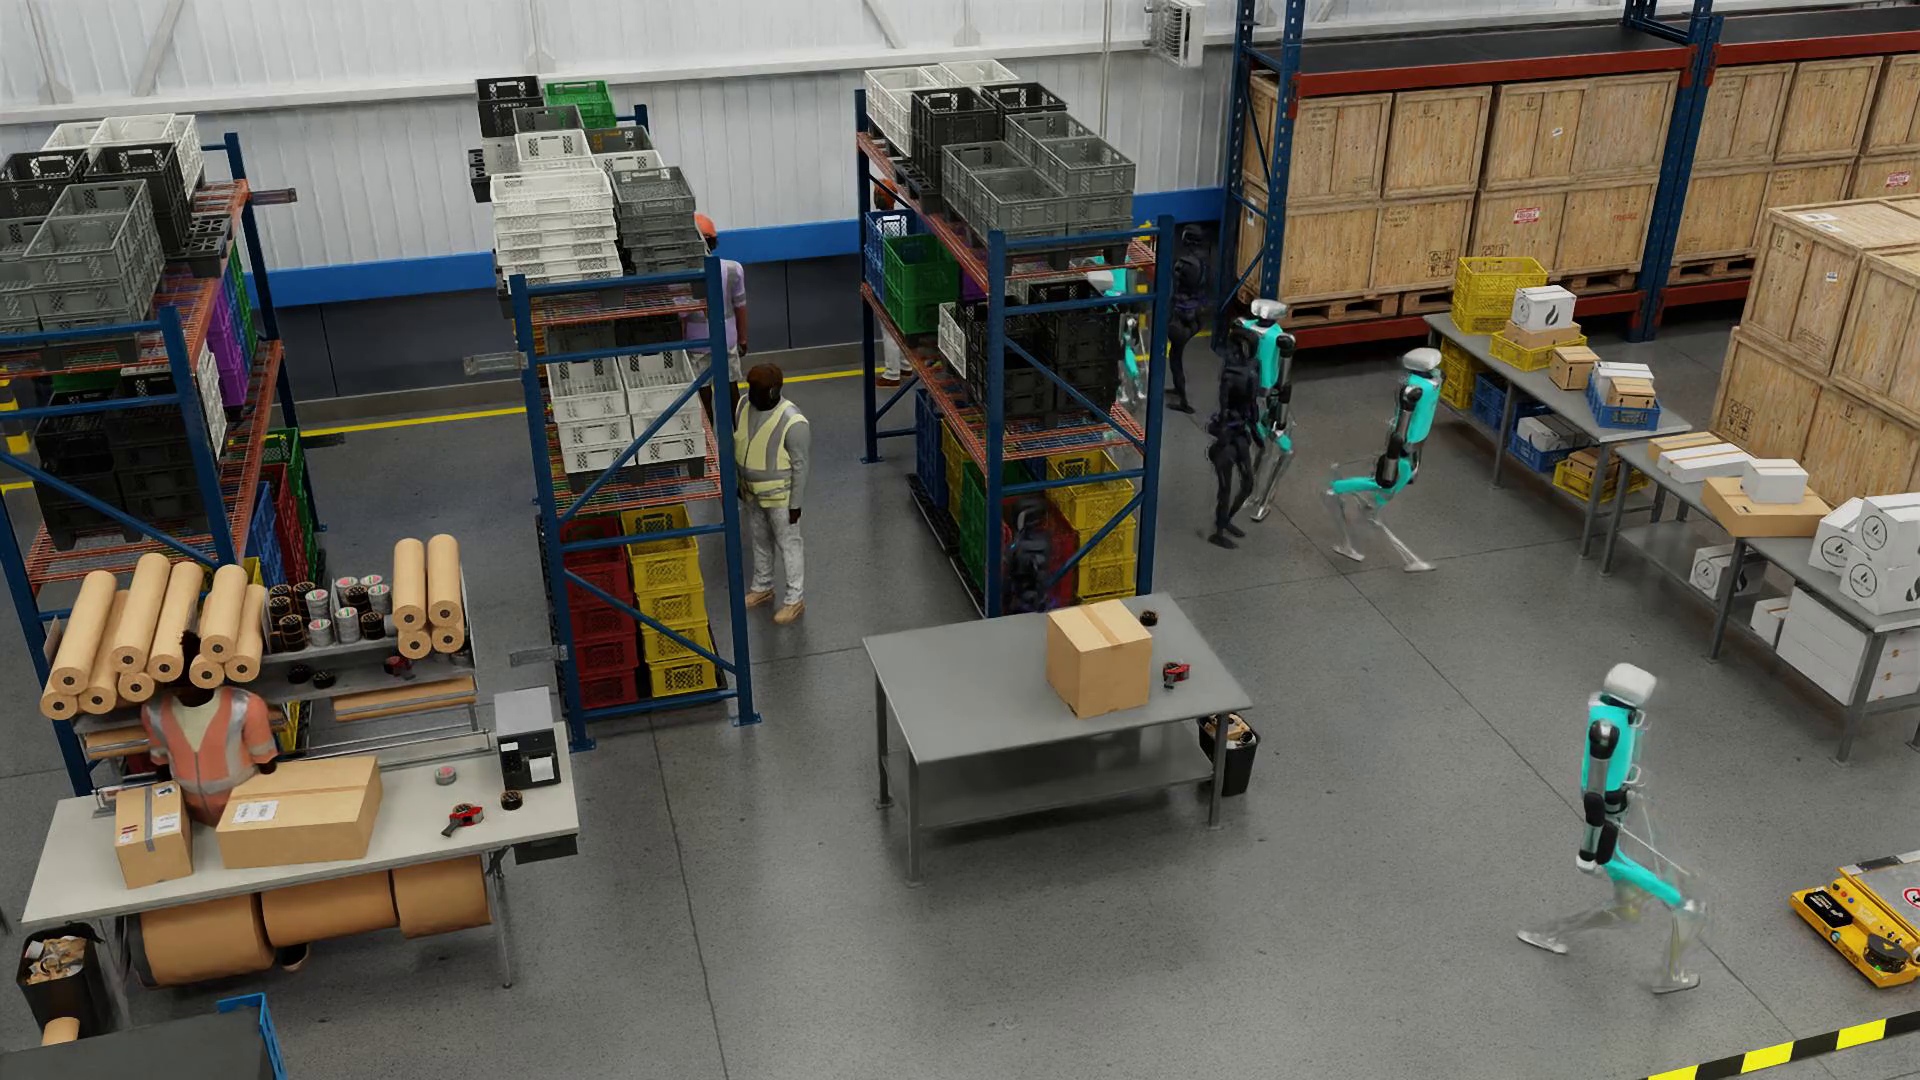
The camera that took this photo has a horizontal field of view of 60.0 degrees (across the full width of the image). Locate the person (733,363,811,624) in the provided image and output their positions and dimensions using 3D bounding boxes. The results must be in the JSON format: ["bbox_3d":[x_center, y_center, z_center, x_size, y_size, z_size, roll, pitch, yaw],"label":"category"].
[{"bbox_3d":[-1.277,-0.320,11.109,0.626,1.846,0.429,21,35,33],"label":"person"}]

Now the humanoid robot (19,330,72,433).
[{"bbox_3d":[-6.747,-0.993,12.496,0.376,1.633,0.598,-6,29,-10],"label":"humanoid robot"}]

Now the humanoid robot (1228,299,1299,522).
[{"bbox_3d":[2.335,-0.984,12.431,0.540,1.810,0.680,25,38,38],"label":"humanoid robot"}]

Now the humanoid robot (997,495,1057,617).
[{"bbox_3d":[0.466,0.444,9.911,0.667,1.631,0.586,-9,30,-16],"label":"humanoid robot"}]

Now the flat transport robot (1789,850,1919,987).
[{"bbox_3d":[5.163,1.916,8.676,1.431,0.231,0.659,-8,30,-14],"label":"flat transport robot"}]

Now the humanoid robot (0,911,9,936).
[{"bbox_3d":[-4.754,1.700,7.645,0.614,1.659,0.652,-8,30,-14],"label":"humanoid robot"}]

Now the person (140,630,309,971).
[{"bbox_3d":[-3.578,1.280,8.080,0.597,1.958,0.365,0,29,0],"label":"person"}]

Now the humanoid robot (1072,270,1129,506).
[{"bbox_3d":[1.076,-1.077,12.684,0.556,1.867,0.817,-6,29,-12],"label":"humanoid robot"}]

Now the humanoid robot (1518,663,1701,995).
[{"bbox_3d":[3.355,1.463,8.034,1.029,1.779,0.530,15,32,26],"label":"humanoid robot"}]

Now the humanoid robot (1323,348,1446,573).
[{"bbox_3d":[2.954,-0.549,11.633,0.982,1.739,0.556,20,35,32],"label":"humanoid robot"}]

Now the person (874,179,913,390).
[{"bbox_3d":[-0.612,-2.230,14.543,0.362,1.882,0.574,16,33,27],"label":"person"}]

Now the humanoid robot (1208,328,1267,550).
[{"bbox_3d":[2.003,-0.746,12.052,0.342,1.659,0.597,20,34,31],"label":"humanoid robot"}]

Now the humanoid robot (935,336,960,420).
[{"bbox_3d":[-0.024,-1.640,13.677,0.312,1.645,0.609,-16,32,-26],"label":"humanoid robot"}]

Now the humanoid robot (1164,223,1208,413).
[{"bbox_3d":[1.862,-1.889,14.136,0.405,1.654,0.600,19,34,31],"label":"humanoid robot"}]

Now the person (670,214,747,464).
[{"bbox_3d":[-1.984,-1.583,13.214,0.604,2.033,0.387,-12,31,-20],"label":"person"}]

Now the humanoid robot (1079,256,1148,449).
[{"bbox_3d":[1.325,-1.573,13.518,0.534,1.790,0.765,-14,32,-24],"label":"humanoid robot"}]
